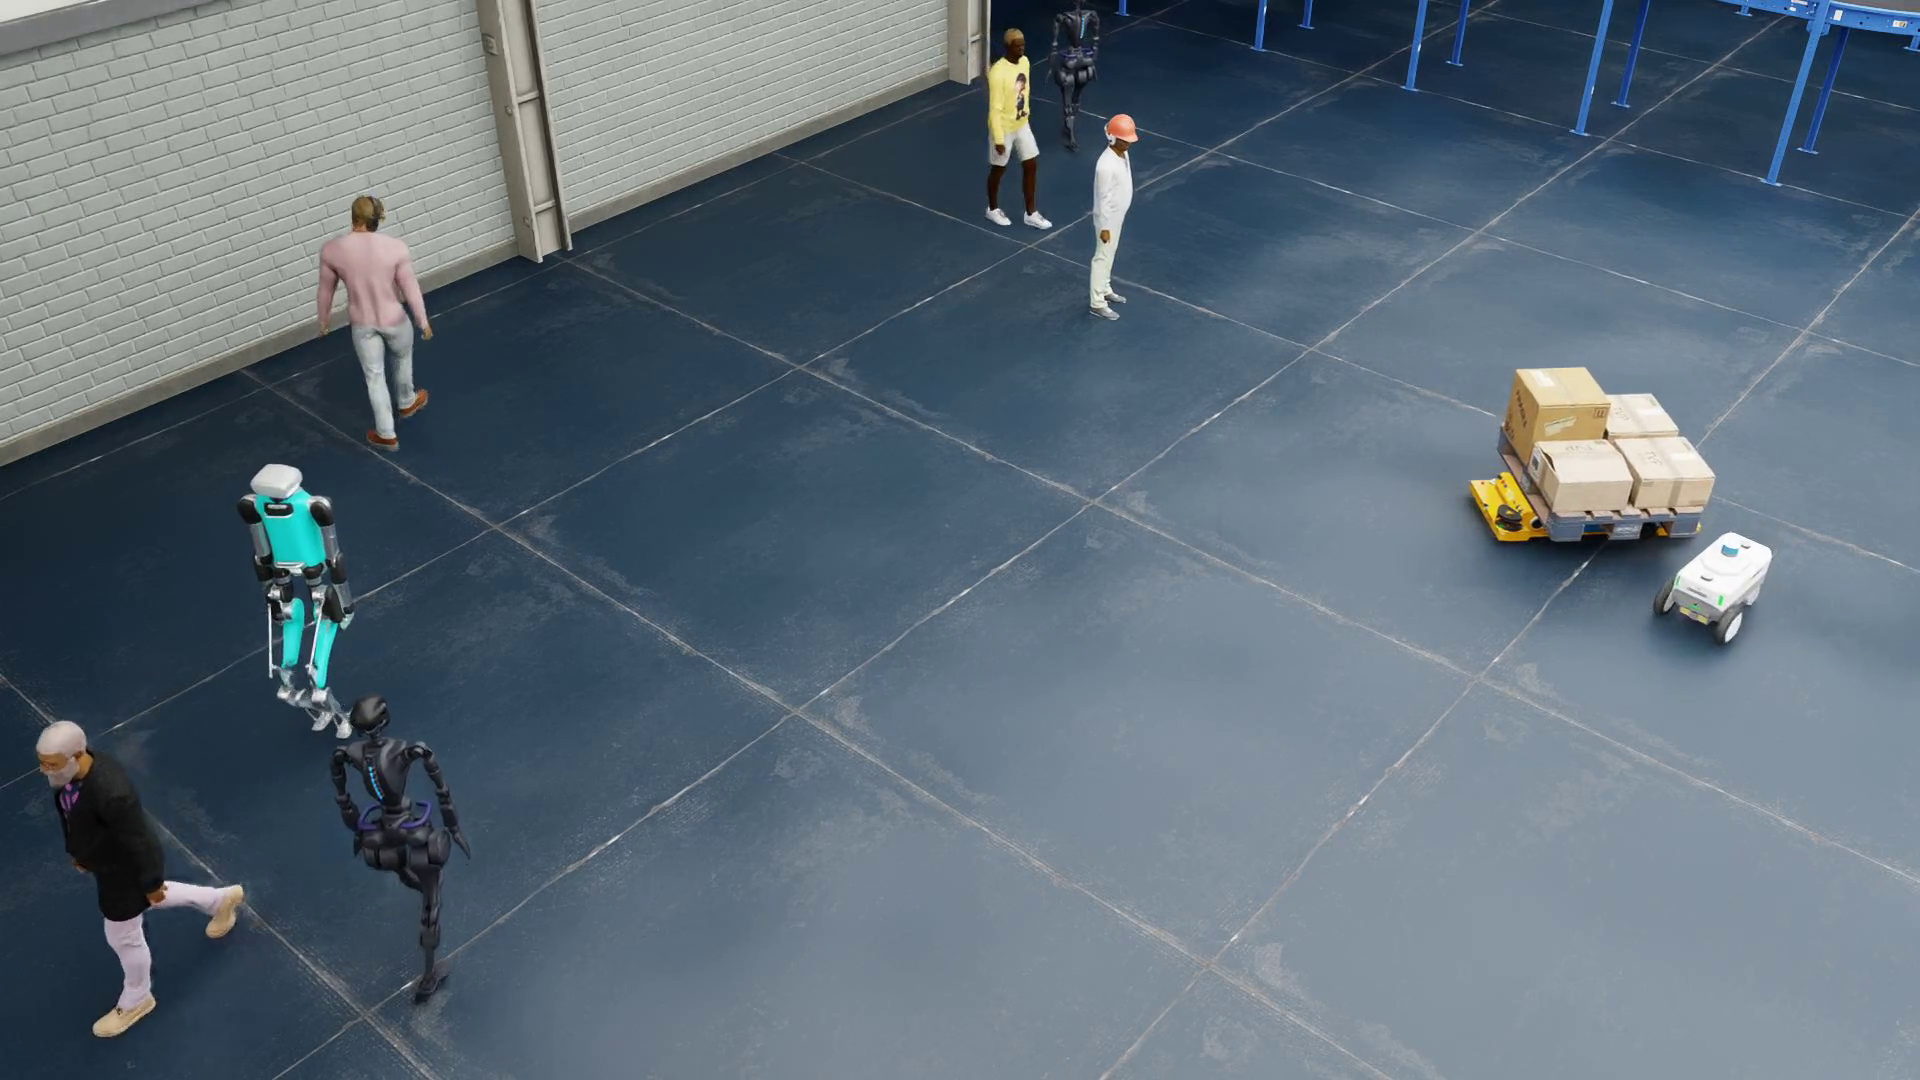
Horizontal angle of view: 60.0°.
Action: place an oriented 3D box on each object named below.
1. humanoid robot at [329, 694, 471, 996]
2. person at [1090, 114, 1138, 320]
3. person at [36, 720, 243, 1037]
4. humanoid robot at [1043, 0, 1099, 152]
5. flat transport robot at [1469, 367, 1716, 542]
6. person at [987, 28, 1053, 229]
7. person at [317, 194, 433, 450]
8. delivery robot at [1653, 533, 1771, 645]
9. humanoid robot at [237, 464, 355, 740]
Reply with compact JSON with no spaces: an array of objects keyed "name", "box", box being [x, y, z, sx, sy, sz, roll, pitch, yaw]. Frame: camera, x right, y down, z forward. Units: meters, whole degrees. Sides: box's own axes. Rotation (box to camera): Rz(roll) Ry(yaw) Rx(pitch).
[{"name":"humanoid robot","box":[-2.739,1.435,8.200,0.597,1.618,0.819,0,35,0]},{"name":"person","box":[1.291,-2.727,13.938,0.337,1.748,0.561,11,37,15]},{"name":"person","box":[-3.953,1.505,7.934,0.541,1.828,0.846,28,44,33]},{"name":"humanoid robot","box":[1.113,-4.863,17.014,0.606,1.644,0.640,-16,38,-21]},{"name":"flat transport robot","box":[4.418,-0.270,11.767,1.431,0.231,0.659,-2,36,-3]},{"name":"person","box":[0.540,-3.728,15.237,0.795,1.872,0.565,29,45,34]},{"name":"person","box":[-4.337,-1.633,12.300,0.812,1.884,0.783,-4,36,-6]},{"name":"delivery robot","box":[4.922,0.260,10.768,0.765,0.585,0.499,-29,44,-34]},{"name":"humanoid robot","box":[-3.768,0.457,9.442,0.533,1.747,0.691,3,36,4]}]
